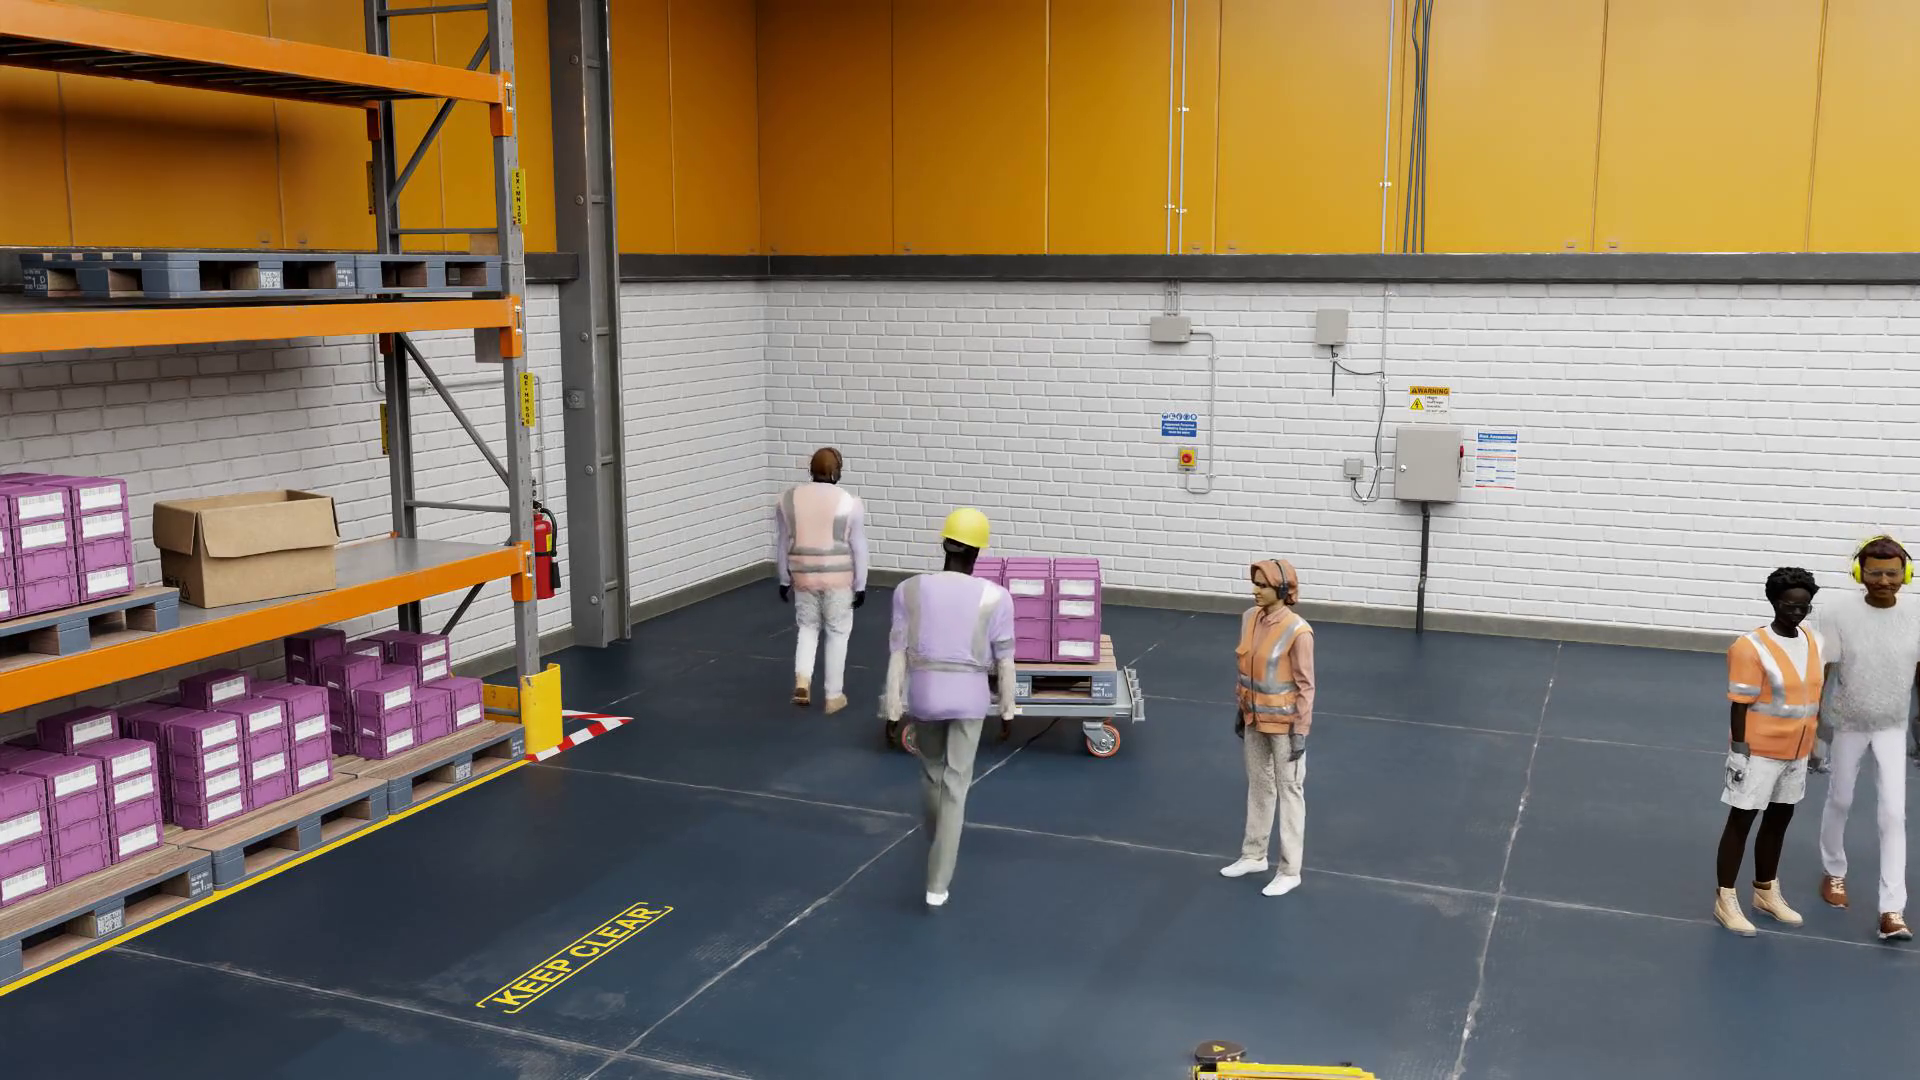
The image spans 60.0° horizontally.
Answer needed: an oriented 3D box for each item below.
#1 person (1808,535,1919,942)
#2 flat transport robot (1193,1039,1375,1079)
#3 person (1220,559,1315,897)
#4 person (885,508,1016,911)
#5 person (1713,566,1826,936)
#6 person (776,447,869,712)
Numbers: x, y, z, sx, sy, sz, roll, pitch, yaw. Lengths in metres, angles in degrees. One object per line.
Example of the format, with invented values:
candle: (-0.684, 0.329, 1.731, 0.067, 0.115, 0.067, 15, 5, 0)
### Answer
person: (4.164, 0.891, 7.568, 0.549, 1.809, 0.956, 3, 10, 18)
flat transport robot: (1.112, 2.026, 5.354, 0.652, 0.197, 1.431, 1, 9, 5)
person: (1.515, 0.896, 8.059, 0.314, 1.641, 0.515, -5, 10, -27)
person: (-0.025, 0.776, 8.088, 0.607, 1.867, 0.994, 2, 10, 10)
person: (3.702, 0.948, 7.569, 0.540, 1.698, 0.318, -4, 10, -22)
person: (-0.921, 0.276, 11.268, 0.643, 1.821, 0.450, 2, 10, 13)
